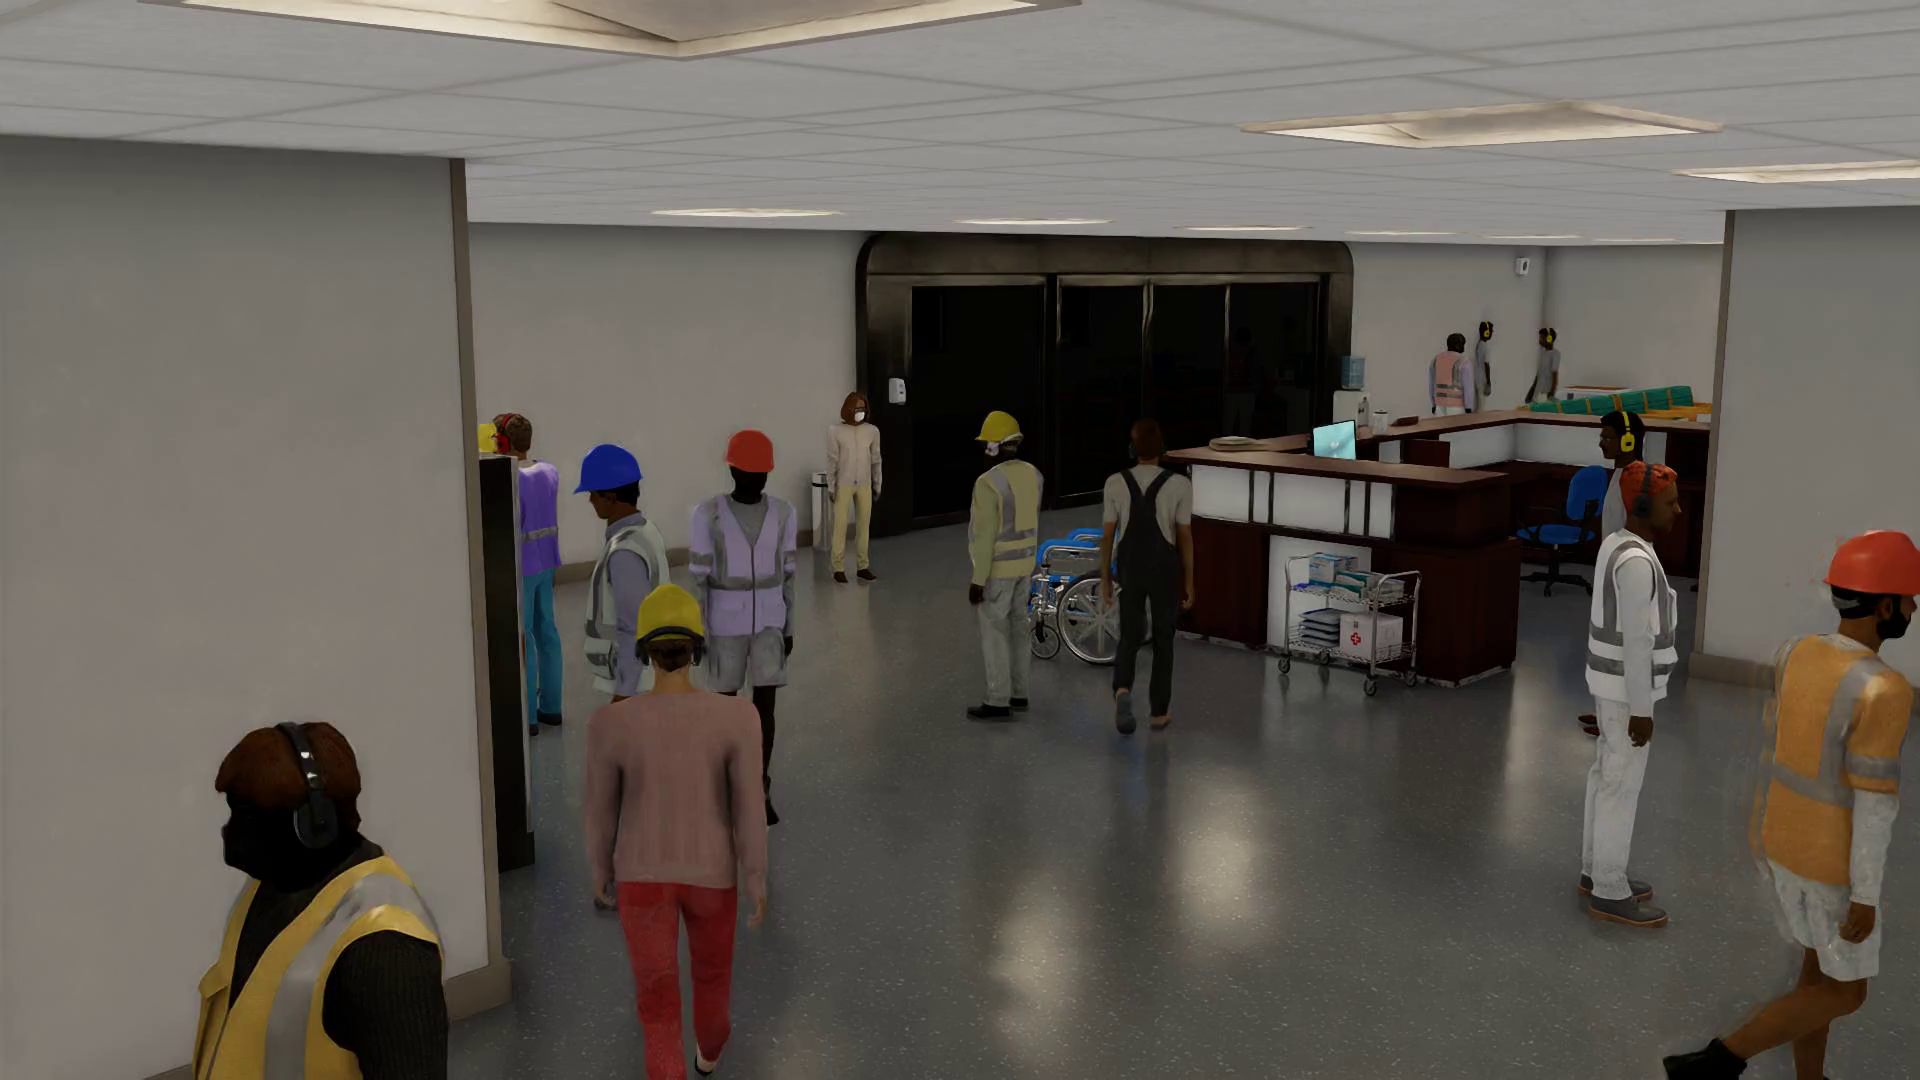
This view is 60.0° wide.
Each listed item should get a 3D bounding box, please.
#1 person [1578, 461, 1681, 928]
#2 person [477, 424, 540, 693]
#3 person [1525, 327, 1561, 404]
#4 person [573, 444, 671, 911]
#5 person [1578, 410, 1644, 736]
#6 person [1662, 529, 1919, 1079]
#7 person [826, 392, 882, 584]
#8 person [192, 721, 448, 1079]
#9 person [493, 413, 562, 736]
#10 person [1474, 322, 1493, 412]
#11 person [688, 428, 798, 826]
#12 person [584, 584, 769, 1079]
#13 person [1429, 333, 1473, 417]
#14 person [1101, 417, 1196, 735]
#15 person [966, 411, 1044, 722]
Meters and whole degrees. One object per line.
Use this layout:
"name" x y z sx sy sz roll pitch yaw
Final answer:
"person" 2.742 0.617 6.802 0.345 1.882 0.584 2 10 13
"person" -2.732 0.164 10.007 0.620 1.749 0.539 -7 11 -35
"person" 8.179 -2.039 23.224 0.516 1.850 0.520 0 9 -1
"person" -1.384 0.567 6.941 0.402 1.940 0.602 -1 9 -6
"person" 3.759 0.194 9.481 0.326 1.862 0.508 2 10 14
"person" 2.478 0.913 4.923 0.682 1.915 0.563 -1 9 -4
"person" -0.896 -0.445 14.124 0.504 1.627 0.285 -5 10 -26
"person" -1.202 1.240 3.147 0.429 1.840 0.638 -8 12 -41
"person" -2.479 0.199 9.480 0.388 1.847 0.563 4 10 24
"person" 7.907 -2.384 25.294 0.331 1.863 0.522 -3 10 -15
"person" -1.087 0.383 8.188 0.575 1.908 0.819 -4 10 -22
"person" -0.859 0.982 5.046 0.537 1.708 0.922 -2 9 -11
"person" 6.322 -1.734 21.358 0.429 1.839 0.634 -7 11 -35
"person" 1.061 0.220 9.420 0.534 1.823 0.667 3 10 16
"person" 0.249 0.152 9.824 0.403 1.830 0.595 6 11 34
